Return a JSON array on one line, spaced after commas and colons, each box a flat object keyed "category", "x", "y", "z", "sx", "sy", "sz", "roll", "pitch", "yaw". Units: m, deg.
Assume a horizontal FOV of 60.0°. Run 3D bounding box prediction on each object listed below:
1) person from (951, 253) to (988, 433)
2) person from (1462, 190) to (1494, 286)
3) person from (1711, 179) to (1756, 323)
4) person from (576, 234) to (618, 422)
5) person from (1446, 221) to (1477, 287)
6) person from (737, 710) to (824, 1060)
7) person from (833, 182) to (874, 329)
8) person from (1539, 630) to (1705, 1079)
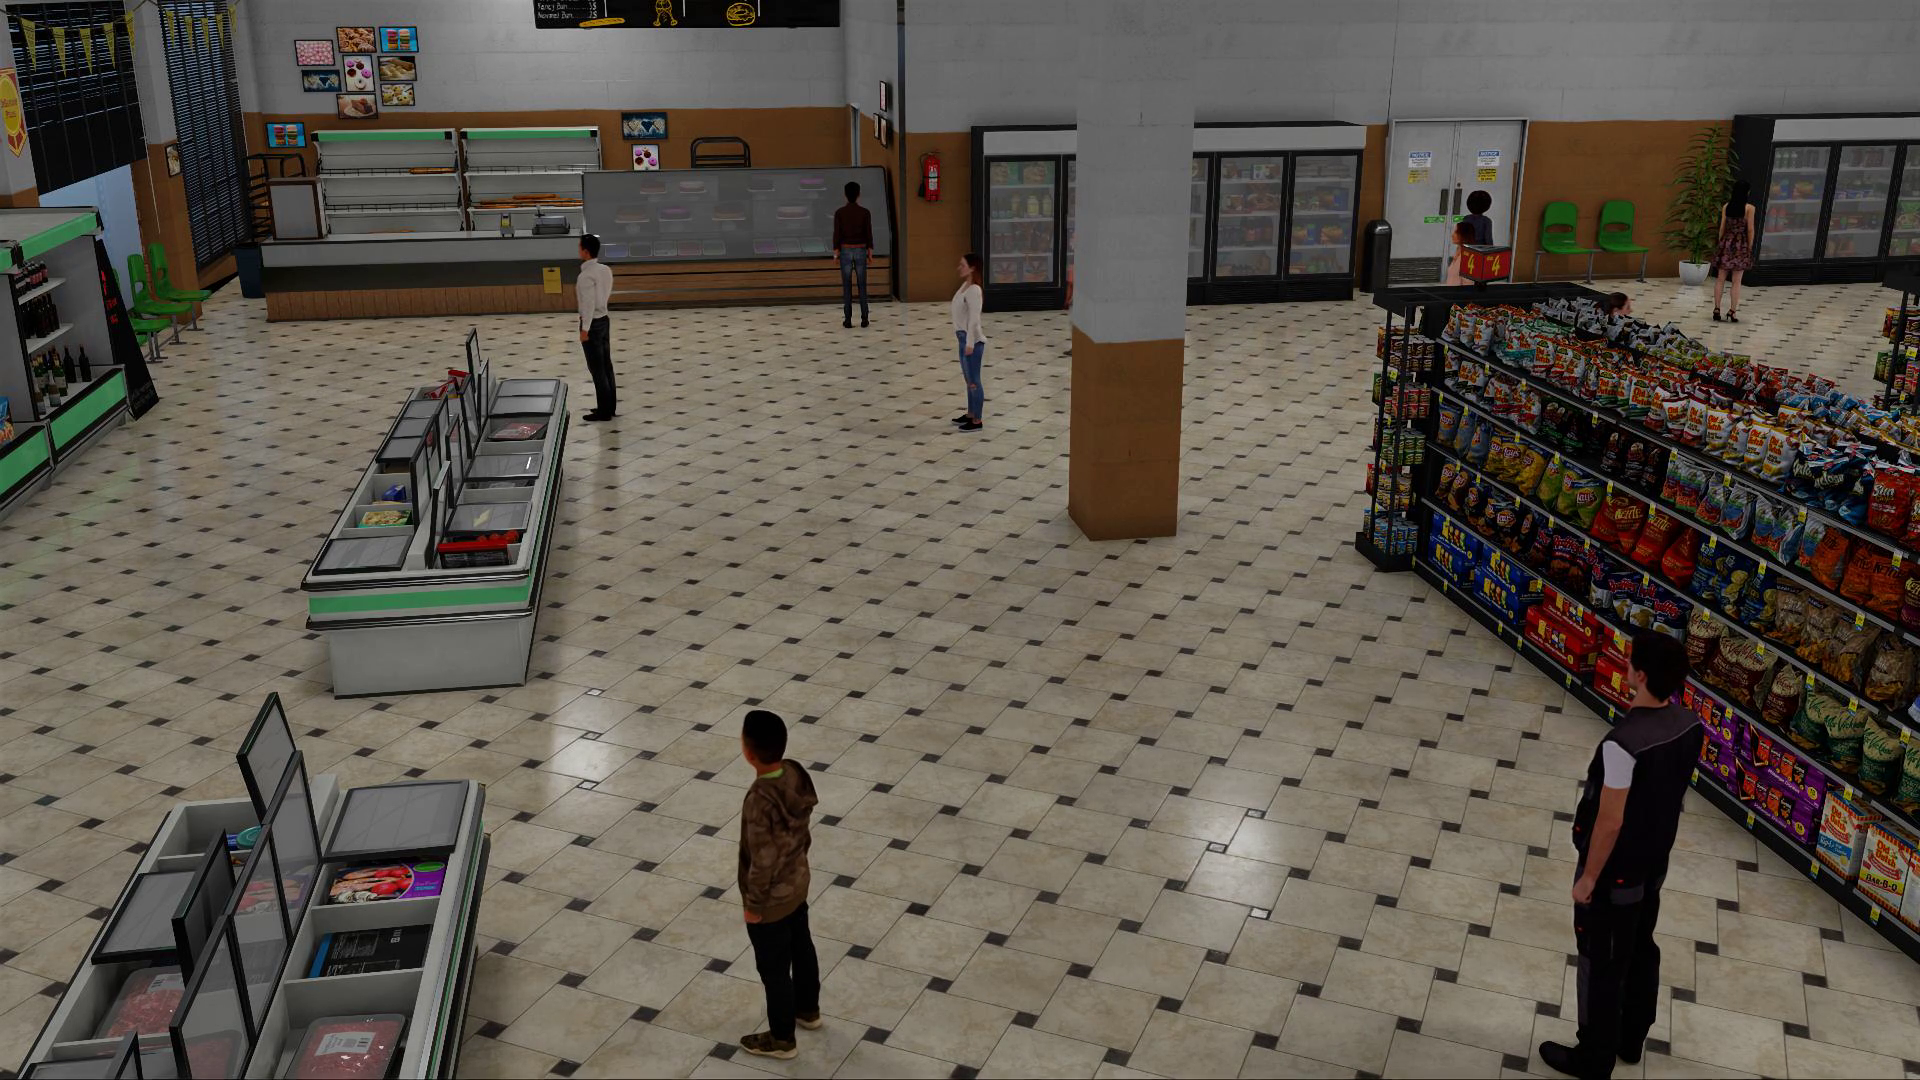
[{"category": "person", "x": 0.100, "y": -1.883, "z": 15.826, "sx": 0.663, "sy": 1.692, "sz": 0.468, "roll": -3, "pitch": 19, "yaw": -10}, {"category": "person", "x": 6.272, "y": -3.398, "z": 20.289, "sx": 0.729, "sy": 1.711, "sz": 0.634, "roll": -18, "pitch": 25, "yaw": -42}, {"category": "person", "x": 9.713, "y": -3.628, "z": 20.872, "sx": 0.859, "sy": 1.774, "sz": 0.782, "roll": -17, "pitch": 25, "yaw": -41}, {"category": "person", "x": -3.540, "y": -2.069, "z": 16.191, "sx": 0.785, "sy": 1.811, "sz": 0.624, "roll": 3, "pitch": 19, "yaw": 9}, {"category": "person", "x": 5.154, "y": -2.391, "z": 17.174, "sx": 0.687, "sy": 1.792, "sz": 0.521, "roll": 0, "pitch": 19, "yaw": 1}, {"category": "person", "x": -0.722, "y": 1.353, "z": 6.600, "sx": 0.740, "sy": 1.454, "sz": 0.656, "roll": 8, "pitch": 20, "yaw": 22}, {"category": "person", "x": -1.317, "y": -3.520, "z": 20.541, "sx": 0.654, "sy": 1.779, "sz": 0.503, "roll": -3, "pitch": 19, "yaw": -8}, {"category": "person", "x": 2.567, "y": 1.220, "z": 6.376, "sx": 0.731, "sy": 1.849, "sz": 0.719, "roll": -13, "pitch": 23, "yaw": -33}]
